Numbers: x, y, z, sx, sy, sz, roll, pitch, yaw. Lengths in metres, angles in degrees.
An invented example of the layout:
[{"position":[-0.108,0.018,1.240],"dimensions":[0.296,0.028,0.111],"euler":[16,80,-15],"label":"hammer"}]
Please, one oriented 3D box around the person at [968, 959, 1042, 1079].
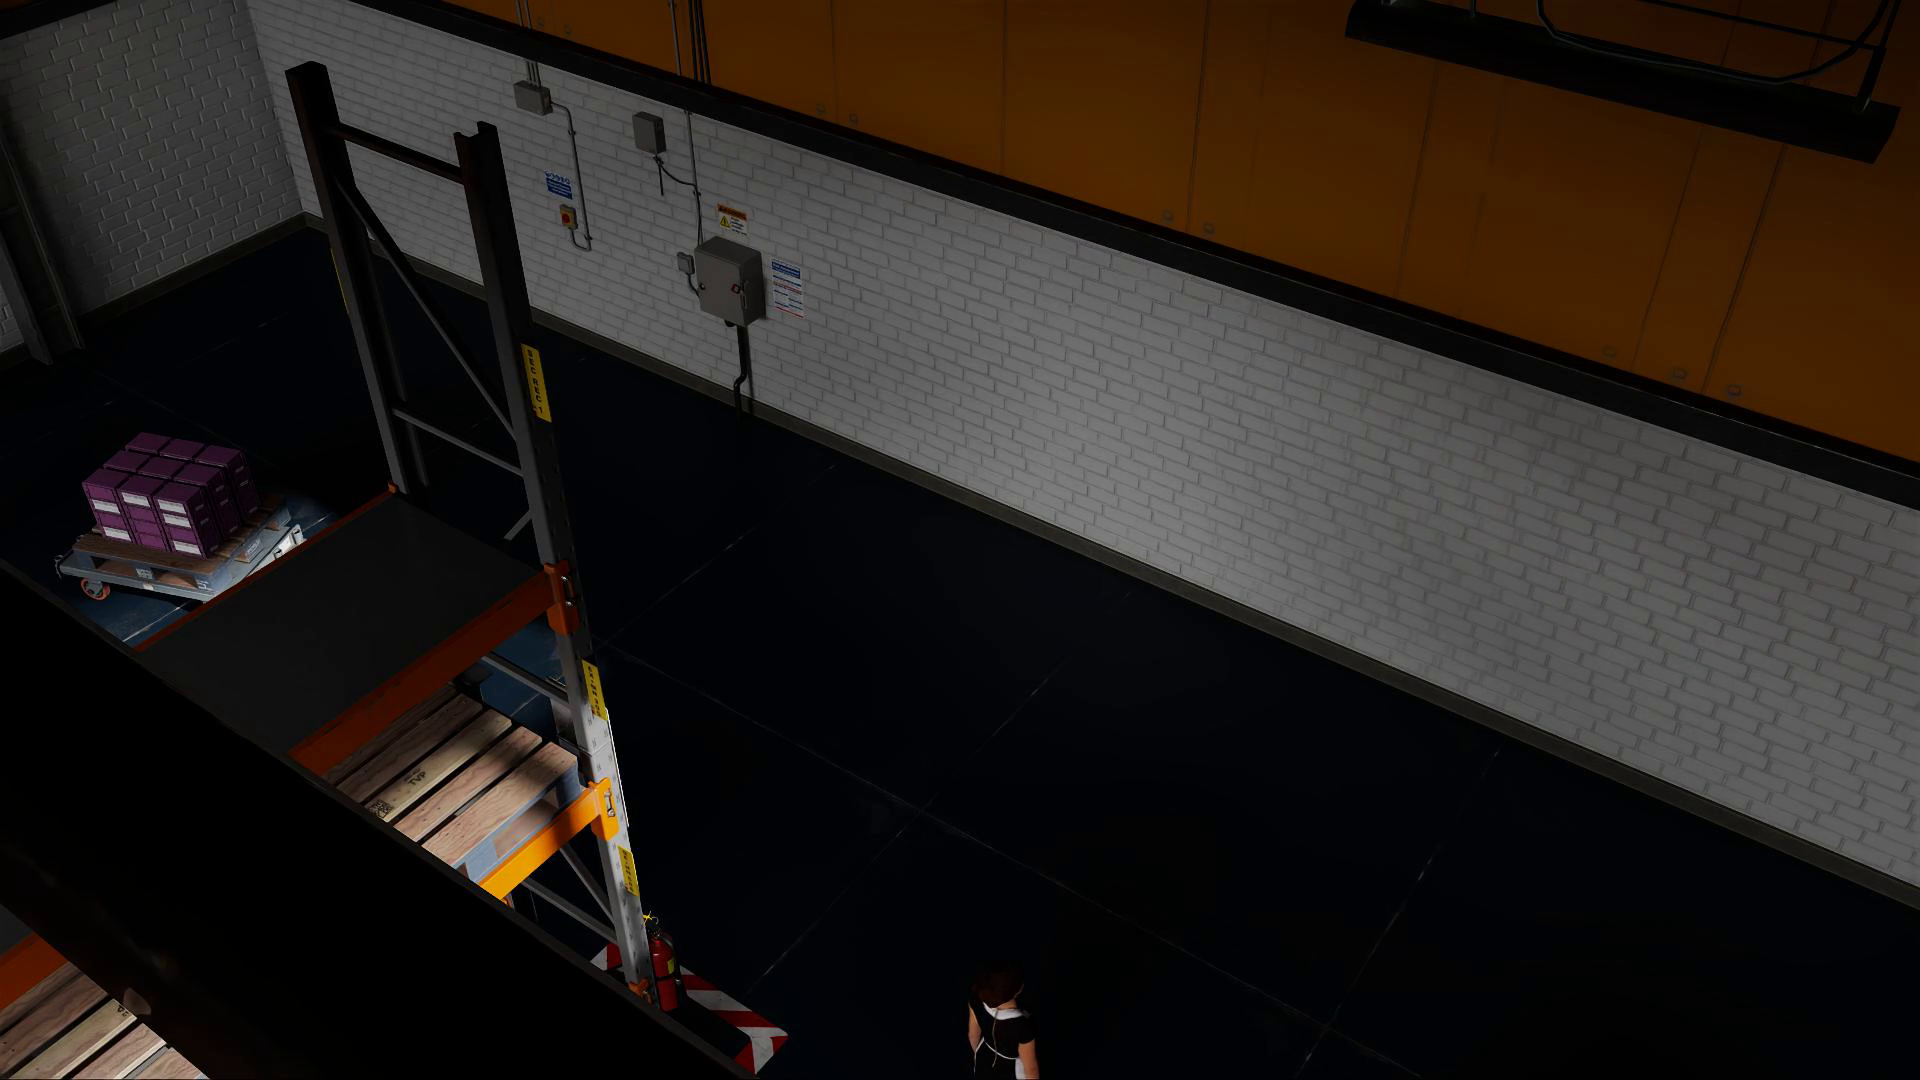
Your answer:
[{"position":[0.227,2.782,8.630],"dimensions":[0.589,1.796,0.496],"euler":[27,46,29],"label":"person"}]
